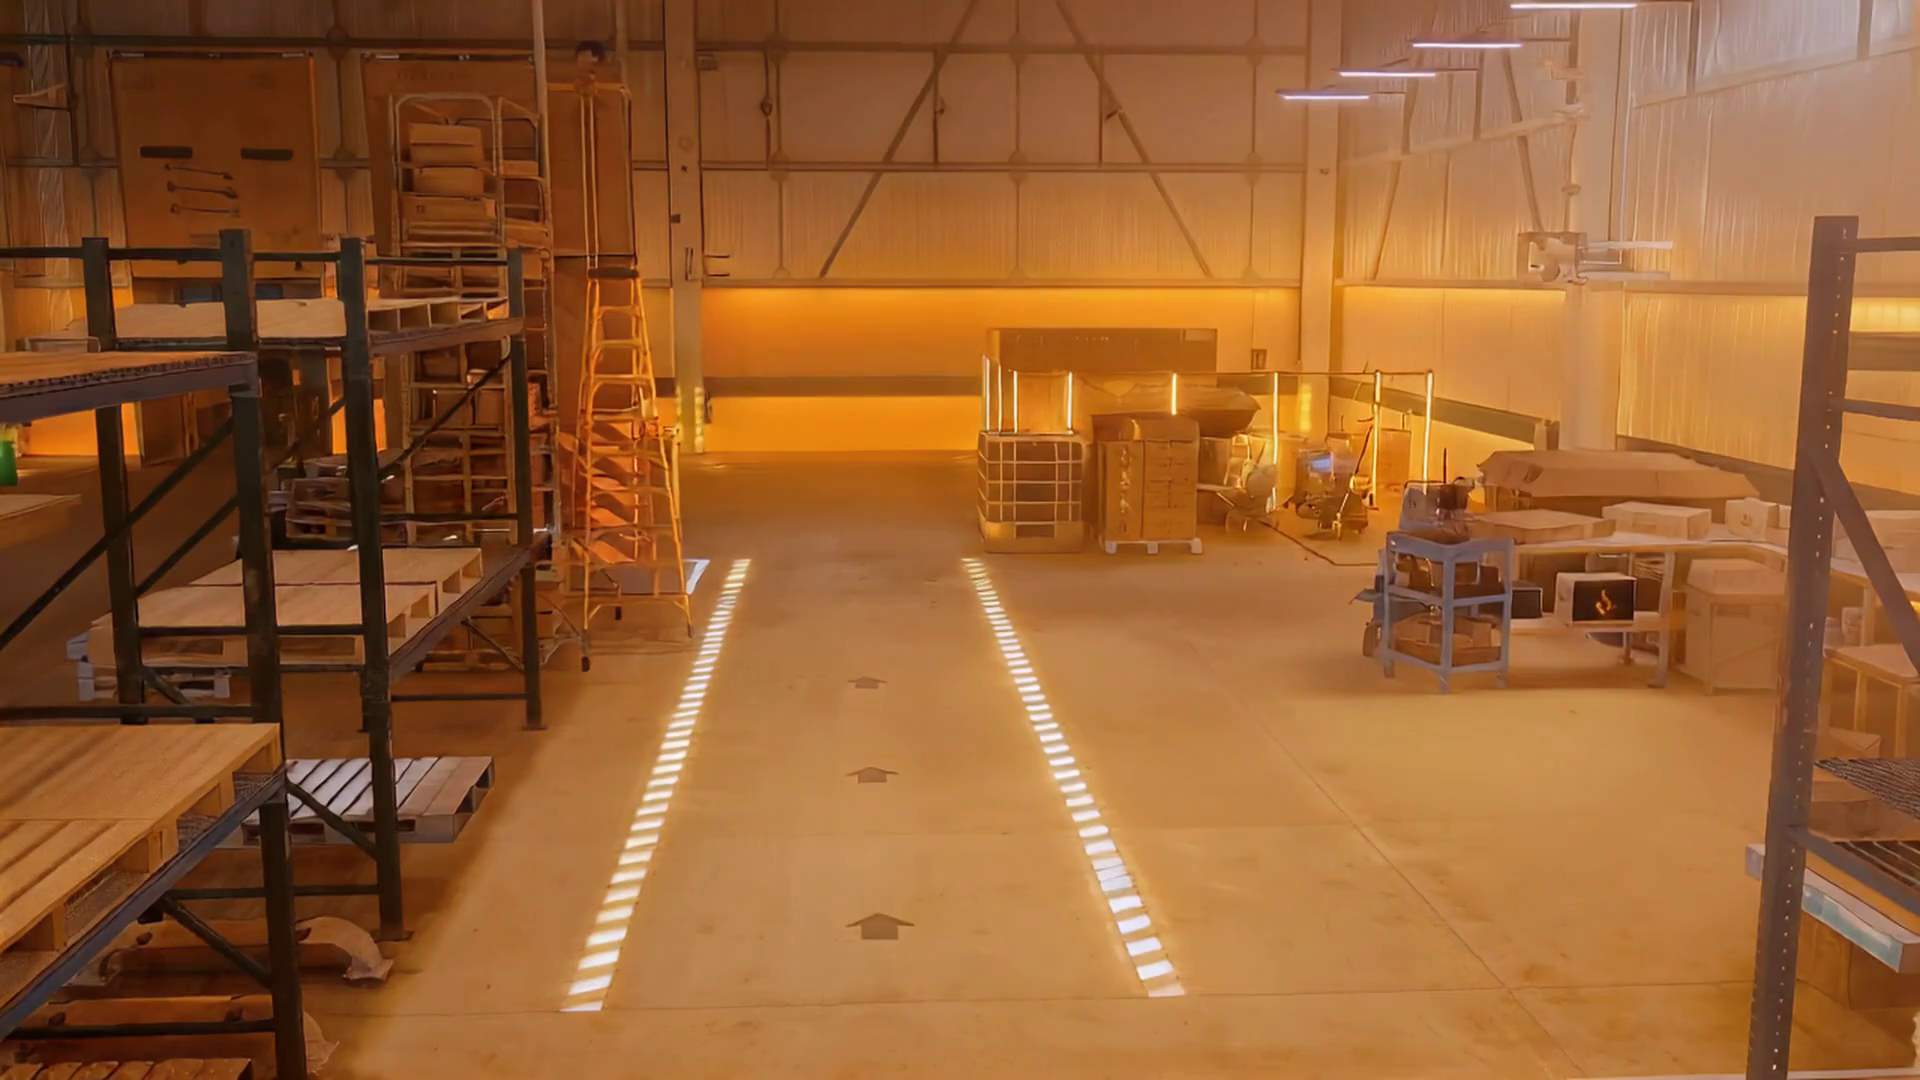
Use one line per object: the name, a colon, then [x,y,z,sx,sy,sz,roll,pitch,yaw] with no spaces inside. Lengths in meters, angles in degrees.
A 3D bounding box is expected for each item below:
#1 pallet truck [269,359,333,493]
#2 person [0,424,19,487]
pallet truck: [-7.062,-1.131,18.996,1.885,1.965,0.823,2,9,13]
person: [-13.119,-1.678,22.654,0.388,1.930,0.544,-9,12,-43]
